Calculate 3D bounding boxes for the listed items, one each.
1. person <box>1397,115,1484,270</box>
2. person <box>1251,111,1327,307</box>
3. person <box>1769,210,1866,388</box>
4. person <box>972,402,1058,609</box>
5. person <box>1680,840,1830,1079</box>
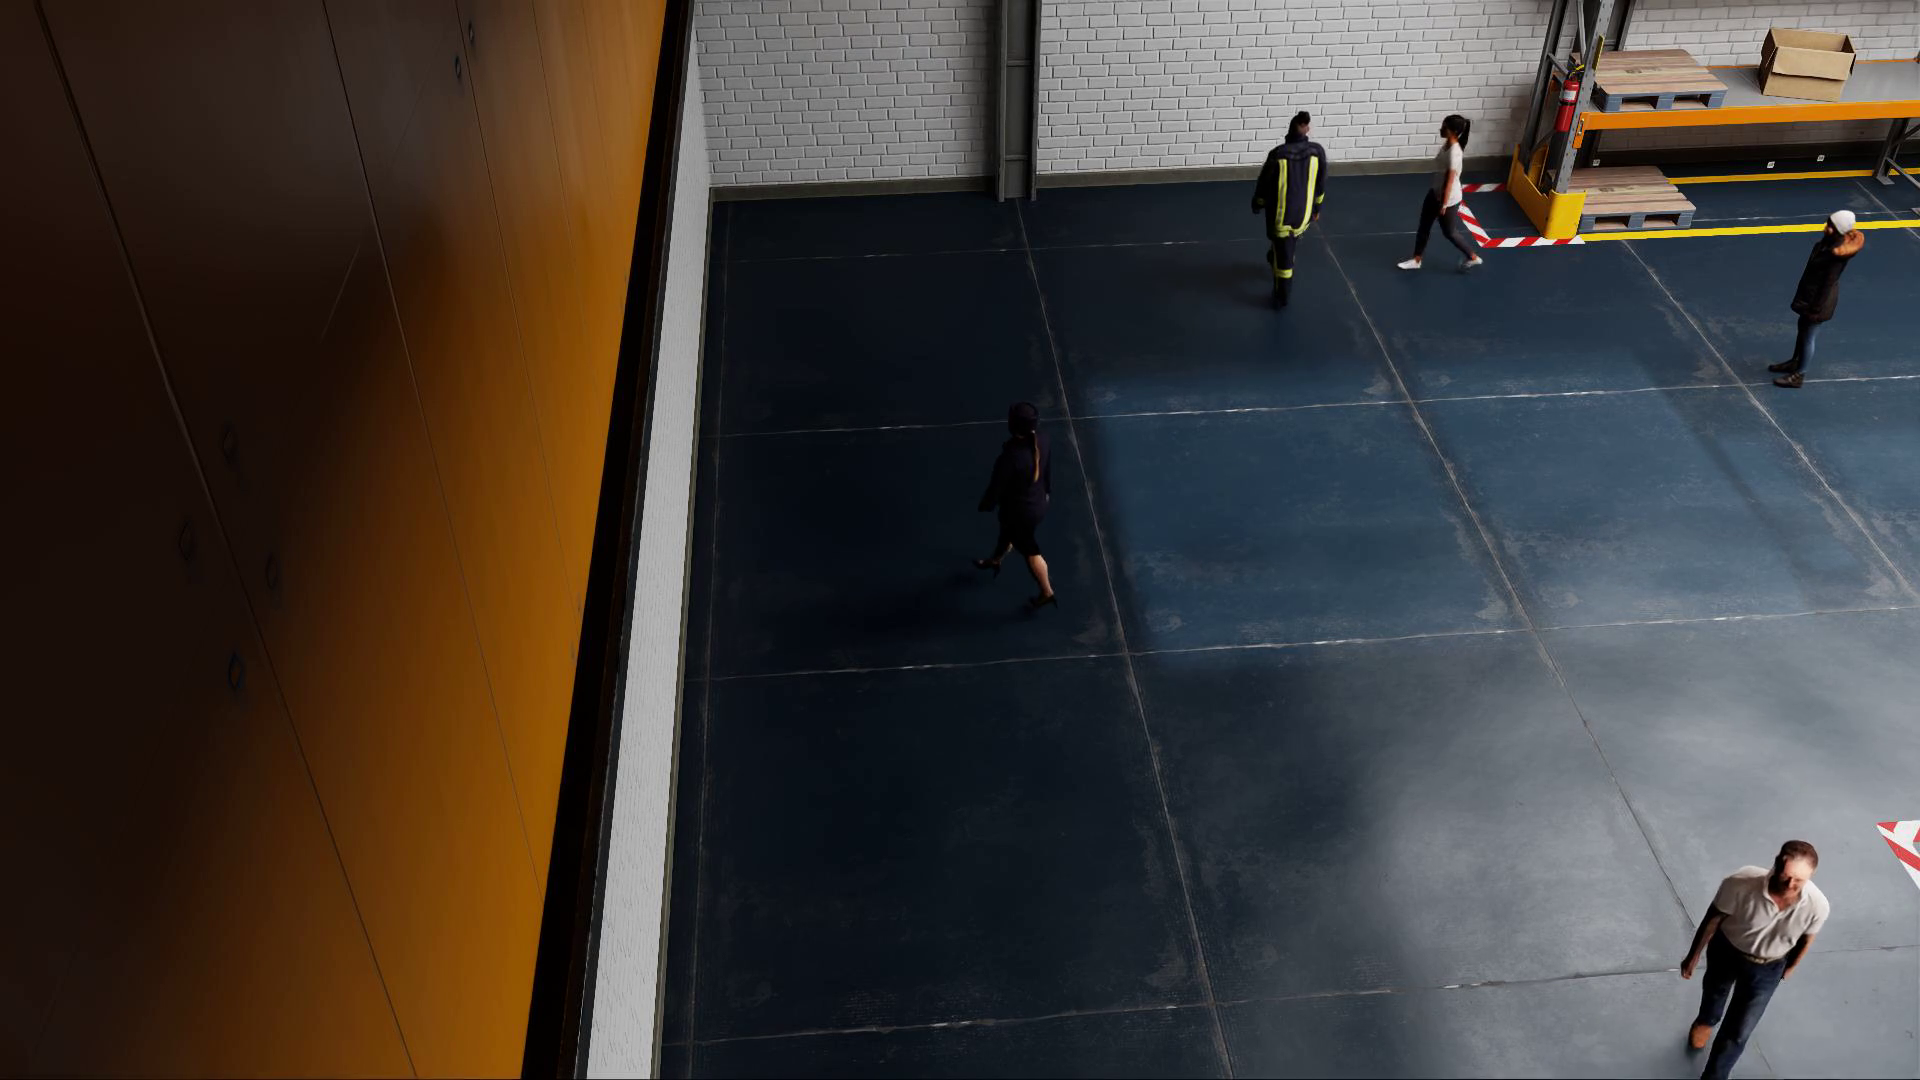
[{"bbox_3d":[4.674,-3.239,15.735,1.031,1.614,0.632,4,39,5],"label":"person"},{"bbox_3d":[3.047,-3.024,15.304,1.082,1.817,0.904,-7,39,-9],"label":"person"},{"bbox_3d":[7.360,-2.077,14.265,0.678,1.634,0.679,7,39,8],"label":"person"},{"bbox_3d":[0.495,-0.180,11.895,1.159,1.628,1.061,23,44,26],"label":"person"},{"bbox_3d":[4.202,2.134,8.844,1.121,1.819,1.141,24,45,27],"label":"person"}]
